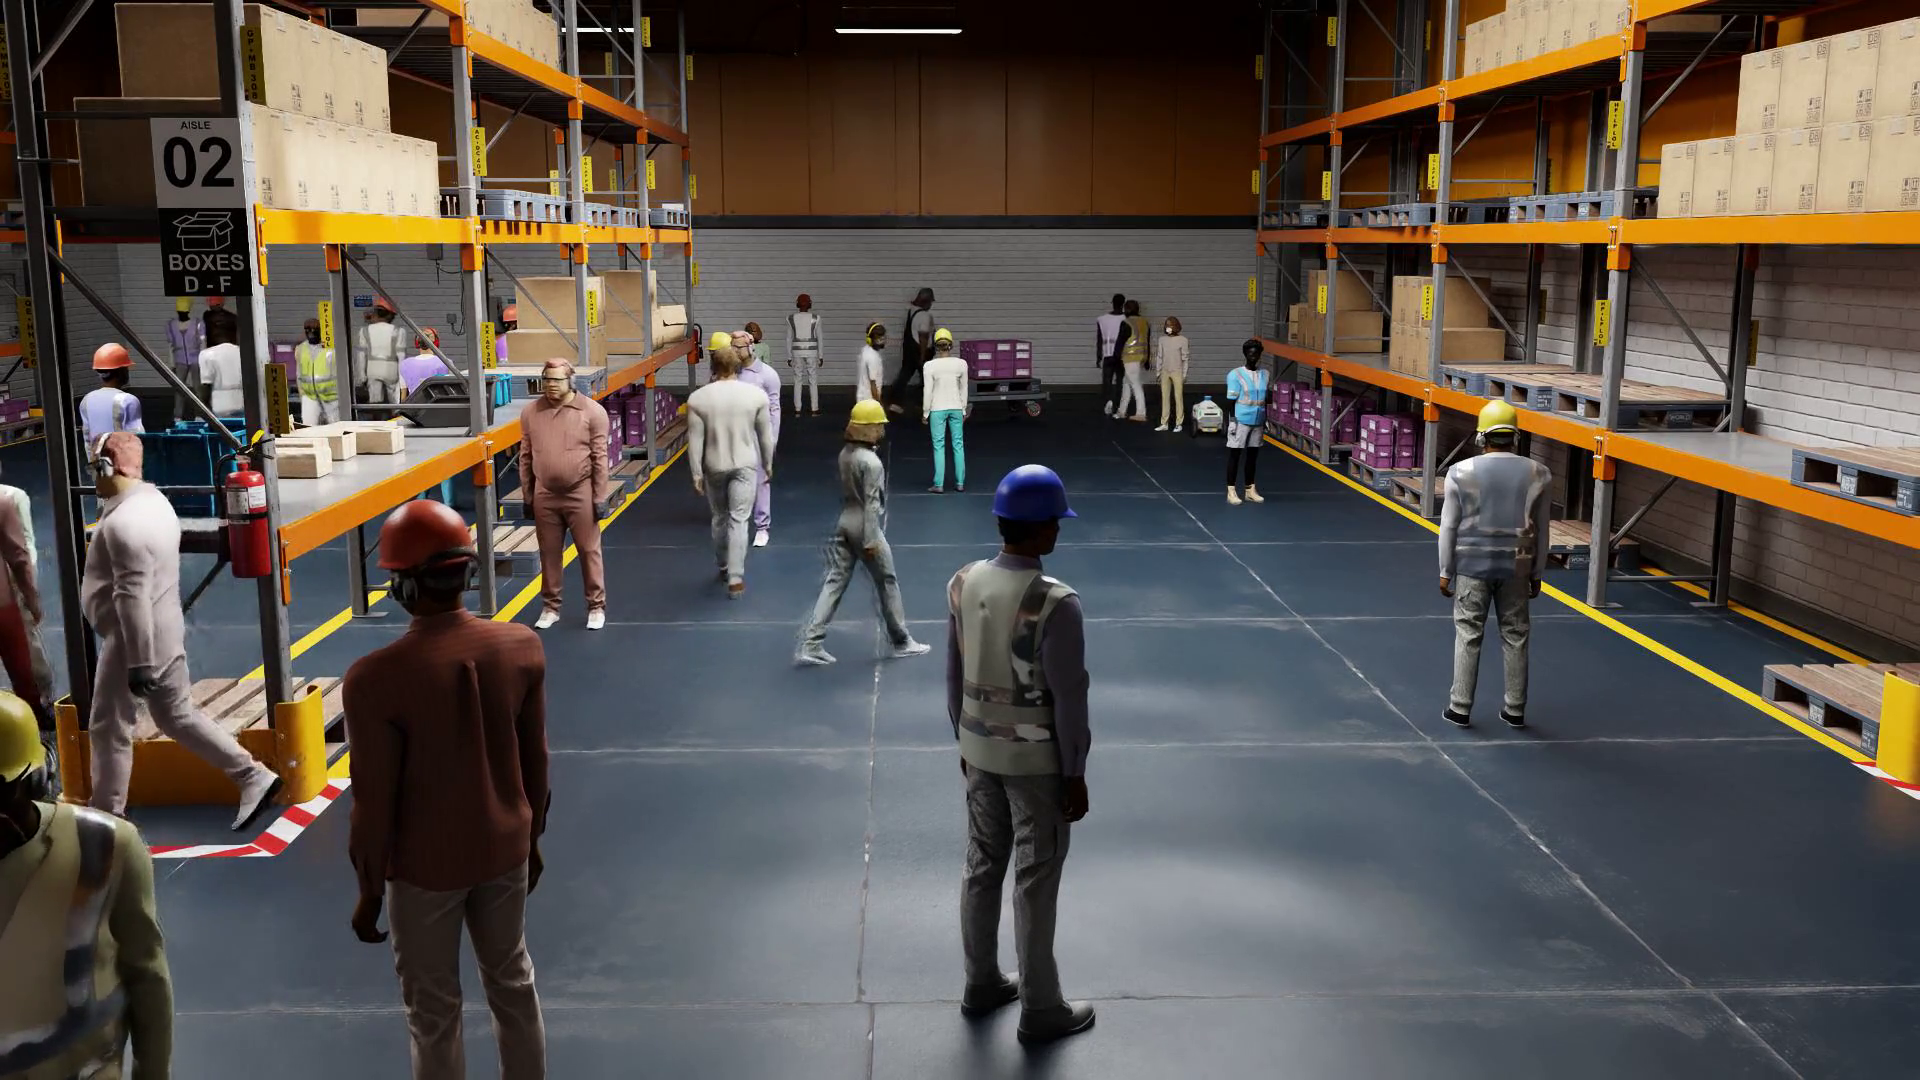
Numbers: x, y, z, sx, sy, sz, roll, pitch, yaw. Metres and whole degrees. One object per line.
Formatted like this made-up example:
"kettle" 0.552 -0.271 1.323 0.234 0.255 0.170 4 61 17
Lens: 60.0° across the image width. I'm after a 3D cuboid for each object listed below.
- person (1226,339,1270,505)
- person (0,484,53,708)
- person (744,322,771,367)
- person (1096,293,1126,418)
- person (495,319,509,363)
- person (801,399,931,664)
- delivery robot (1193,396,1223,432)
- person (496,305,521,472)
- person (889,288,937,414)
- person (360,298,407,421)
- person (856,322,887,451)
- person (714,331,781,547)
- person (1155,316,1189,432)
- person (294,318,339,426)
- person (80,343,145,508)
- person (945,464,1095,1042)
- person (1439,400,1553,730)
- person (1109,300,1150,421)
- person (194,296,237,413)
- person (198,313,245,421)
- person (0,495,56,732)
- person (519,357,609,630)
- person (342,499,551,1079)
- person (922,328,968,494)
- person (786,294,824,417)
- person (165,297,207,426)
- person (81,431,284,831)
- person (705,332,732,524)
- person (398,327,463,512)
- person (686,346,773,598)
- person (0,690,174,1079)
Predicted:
"person" 2.955 -1.213 17.056 0.533 1.698 0.322 -6 12 -28
"person" -5.339 0.242 9.219 0.522 1.603 0.826 -1 10 -8
"person" -2.716 -2.040 21.846 0.499 1.633 0.286 3 11 18
"person" 2.372 -2.797 25.303 0.600 1.902 0.460 2 10 9
"person" -6.394 -2.362 23.570 0.533 1.662 0.841 -3 11 -16
"person" -0.640 -0.050 10.589 0.896 1.699 0.503 -7 12 -33
"delivery robot" 3.411 -1.738 22.909 0.477 0.478 0.707 0 10 1
"person" -5.194 -1.775 19.508 0.342 1.942 0.552 2 10 11
"person" -0.676 -2.975 25.923 1.044 2.000 0.785 -6 12 -31
"person" -7.323 -2.077 21.116 0.633 1.984 1.008 -1 10 -4
"person" -0.954 -1.449 18.034 0.335 1.831 0.667 -2 10 -8
"person" -1.903 -0.887 14.661 0.642 1.909 0.399 3 11 18
"person" 2.997 -2.340 23.519 0.507 1.632 0.267 8 13 37
"person" -7.494 -1.711 19.552 0.618 1.805 0.944 0 10 0
"person" -6.199 -0.483 12.313 0.545 1.942 0.353 4 11 20
"person" 0.212 0.712 5.638 0.399 1.945 0.616 -9 13 -41
"person" 2.934 0.143 9.173 0.591 1.823 0.405 1 10 4
"person" 2.513 -2.708 25.084 0.830 1.801 0.616 7 12 34
"person" -11.521 -2.889 25.743 0.684 1.927 0.964 3 11 14
"person" -7.658 -1.391 17.360 0.647 1.941 0.617 9 14 42
"person" -5.029 0.305 8.530 0.551 1.731 0.705 -4 11 -22
"person" -2.738 -0.310 11.496 0.636 1.899 0.396 1 10 6
"person" -1.407 0.873 4.612 0.379 1.994 0.611 8 13 39
"person" -0.163 -1.372 17.776 0.523 1.762 0.328 -4 11 -23
"person" -2.379 -2.827 25.539 0.574 1.883 0.355 0 10 0
"person" -11.270 -2.584 24.224 0.581 1.873 0.925 -2 10 -11
"person" -3.576 0.436 7.428 0.910 1.865 0.647 -2 10 -12
"person" -2.238 -1.060 15.832 0.403 1.830 0.598 2 10 12
"person" -5.214 -1.167 16.391 0.564 1.846 0.390 0 10 -2
"person" -1.760 -0.544 12.819 0.640 1.883 1.027 0 10 -1
"person" -1.969 1.185 3.455 0.588 1.782 0.900 -3 11 -19
